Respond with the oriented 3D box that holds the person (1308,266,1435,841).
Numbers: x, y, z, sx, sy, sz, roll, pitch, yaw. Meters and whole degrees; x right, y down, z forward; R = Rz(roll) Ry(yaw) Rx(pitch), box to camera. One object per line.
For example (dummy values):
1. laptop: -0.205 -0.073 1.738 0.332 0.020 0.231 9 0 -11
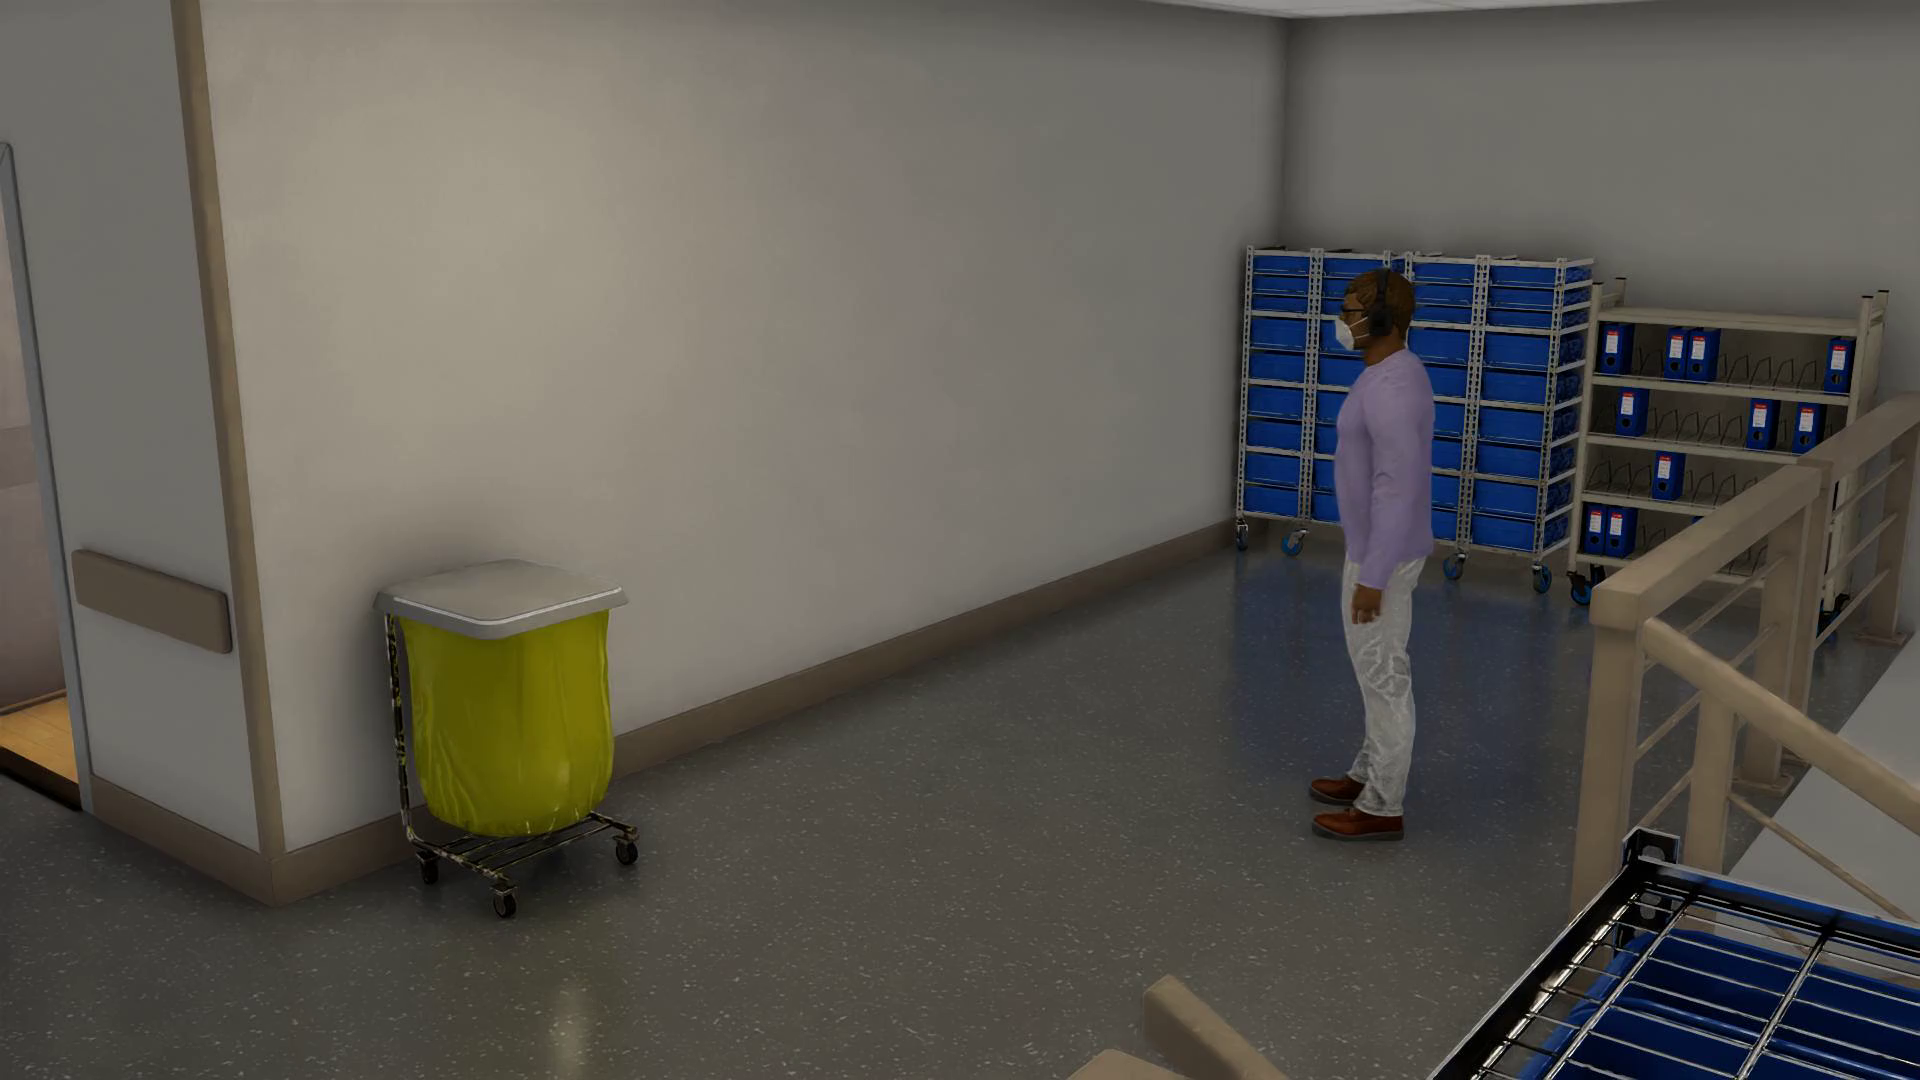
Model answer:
1. person: 1.397 0.060 5.591 0.374 1.939 0.628 3 14 14
